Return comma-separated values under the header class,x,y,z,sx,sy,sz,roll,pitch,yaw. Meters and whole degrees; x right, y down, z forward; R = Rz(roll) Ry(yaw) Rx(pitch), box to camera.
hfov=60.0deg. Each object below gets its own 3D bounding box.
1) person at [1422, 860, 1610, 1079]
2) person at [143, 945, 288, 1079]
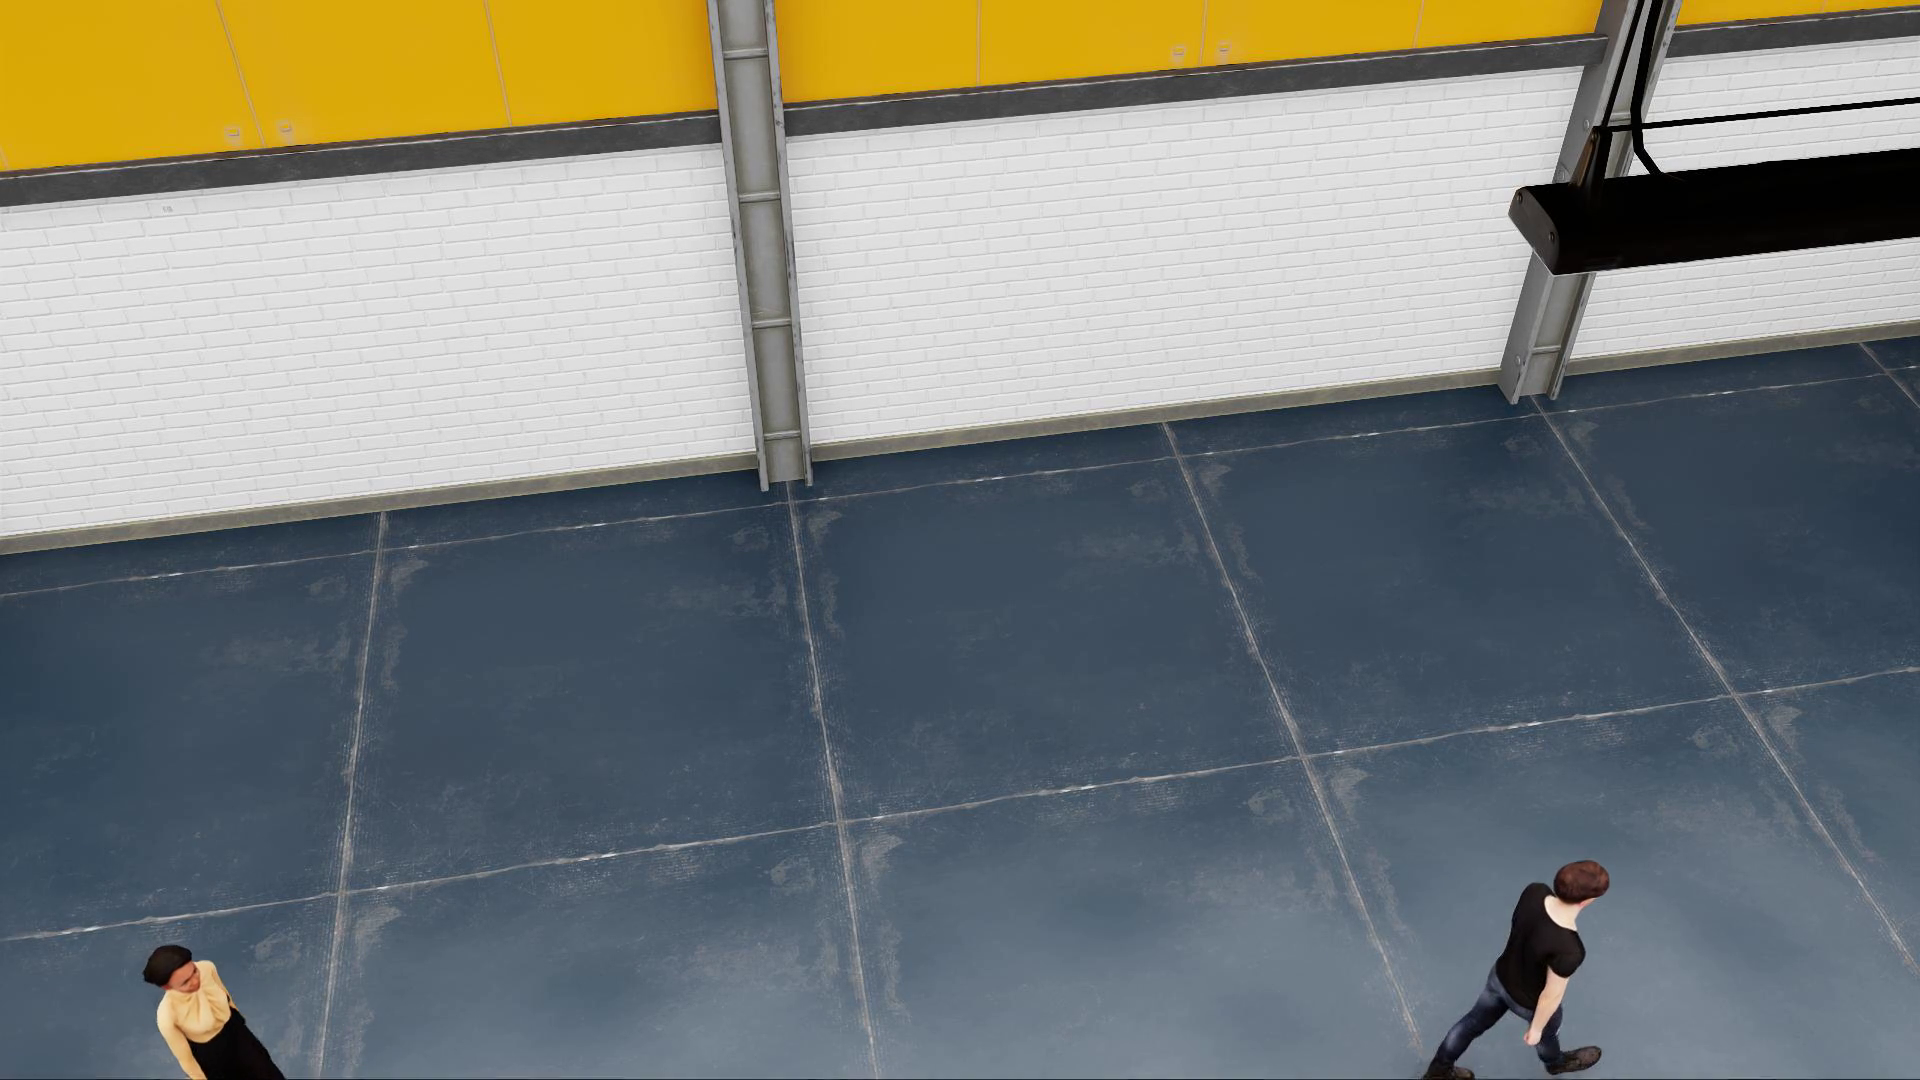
class,x,y,z,sx,sy,sz,roll,pitch,yaw
person,2.774,2.283,8.428,1.224,1.841,0.770,-11,45,-11
person,-3.782,2.534,8.329,1.109,1.613,0.930,15,46,15
